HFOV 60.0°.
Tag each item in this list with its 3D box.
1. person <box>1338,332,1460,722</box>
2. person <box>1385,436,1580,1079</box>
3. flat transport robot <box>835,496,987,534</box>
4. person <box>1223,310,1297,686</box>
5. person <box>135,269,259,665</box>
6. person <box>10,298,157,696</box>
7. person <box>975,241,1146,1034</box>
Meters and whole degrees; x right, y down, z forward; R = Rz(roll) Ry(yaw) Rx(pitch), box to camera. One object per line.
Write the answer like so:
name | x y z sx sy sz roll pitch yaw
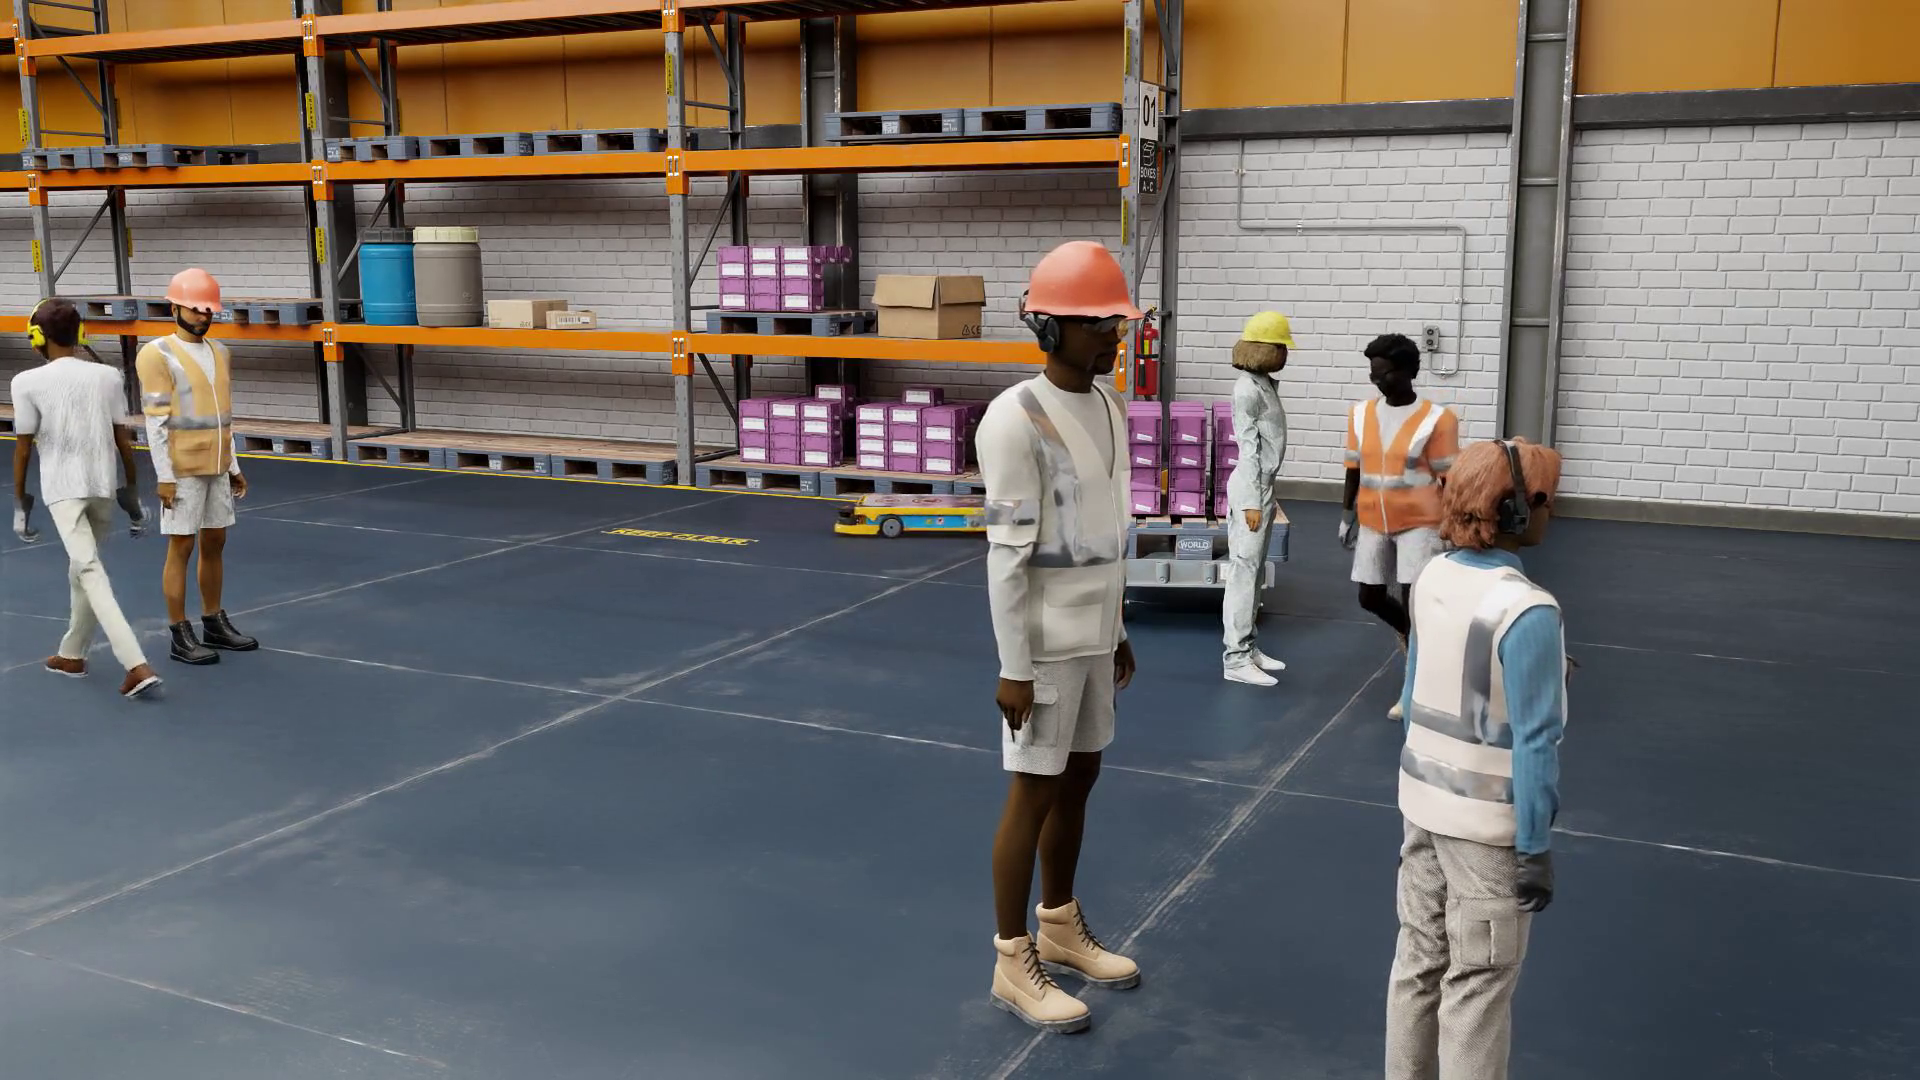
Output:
person | 1.978 -0.084 7.323 0.561 1.670 0.572 9 13 42
person | 1.090 0.599 3.524 0.315 1.641 0.515 -2 10 -12
flat transport robot | -0.157 -0.189 11.958 1.431 0.197 0.652 0 10 1
person | 1.407 -0.202 7.823 0.299 1.743 0.486 3 10 18
person | -3.742 -0.362 8.207 0.374 1.929 0.542 3 10 17
person | -4.014 -0.193 7.614 1.006 1.818 0.532 6 12 32
person | 0.299 0.249 4.378 0.382 2.041 0.616 6 12 32
